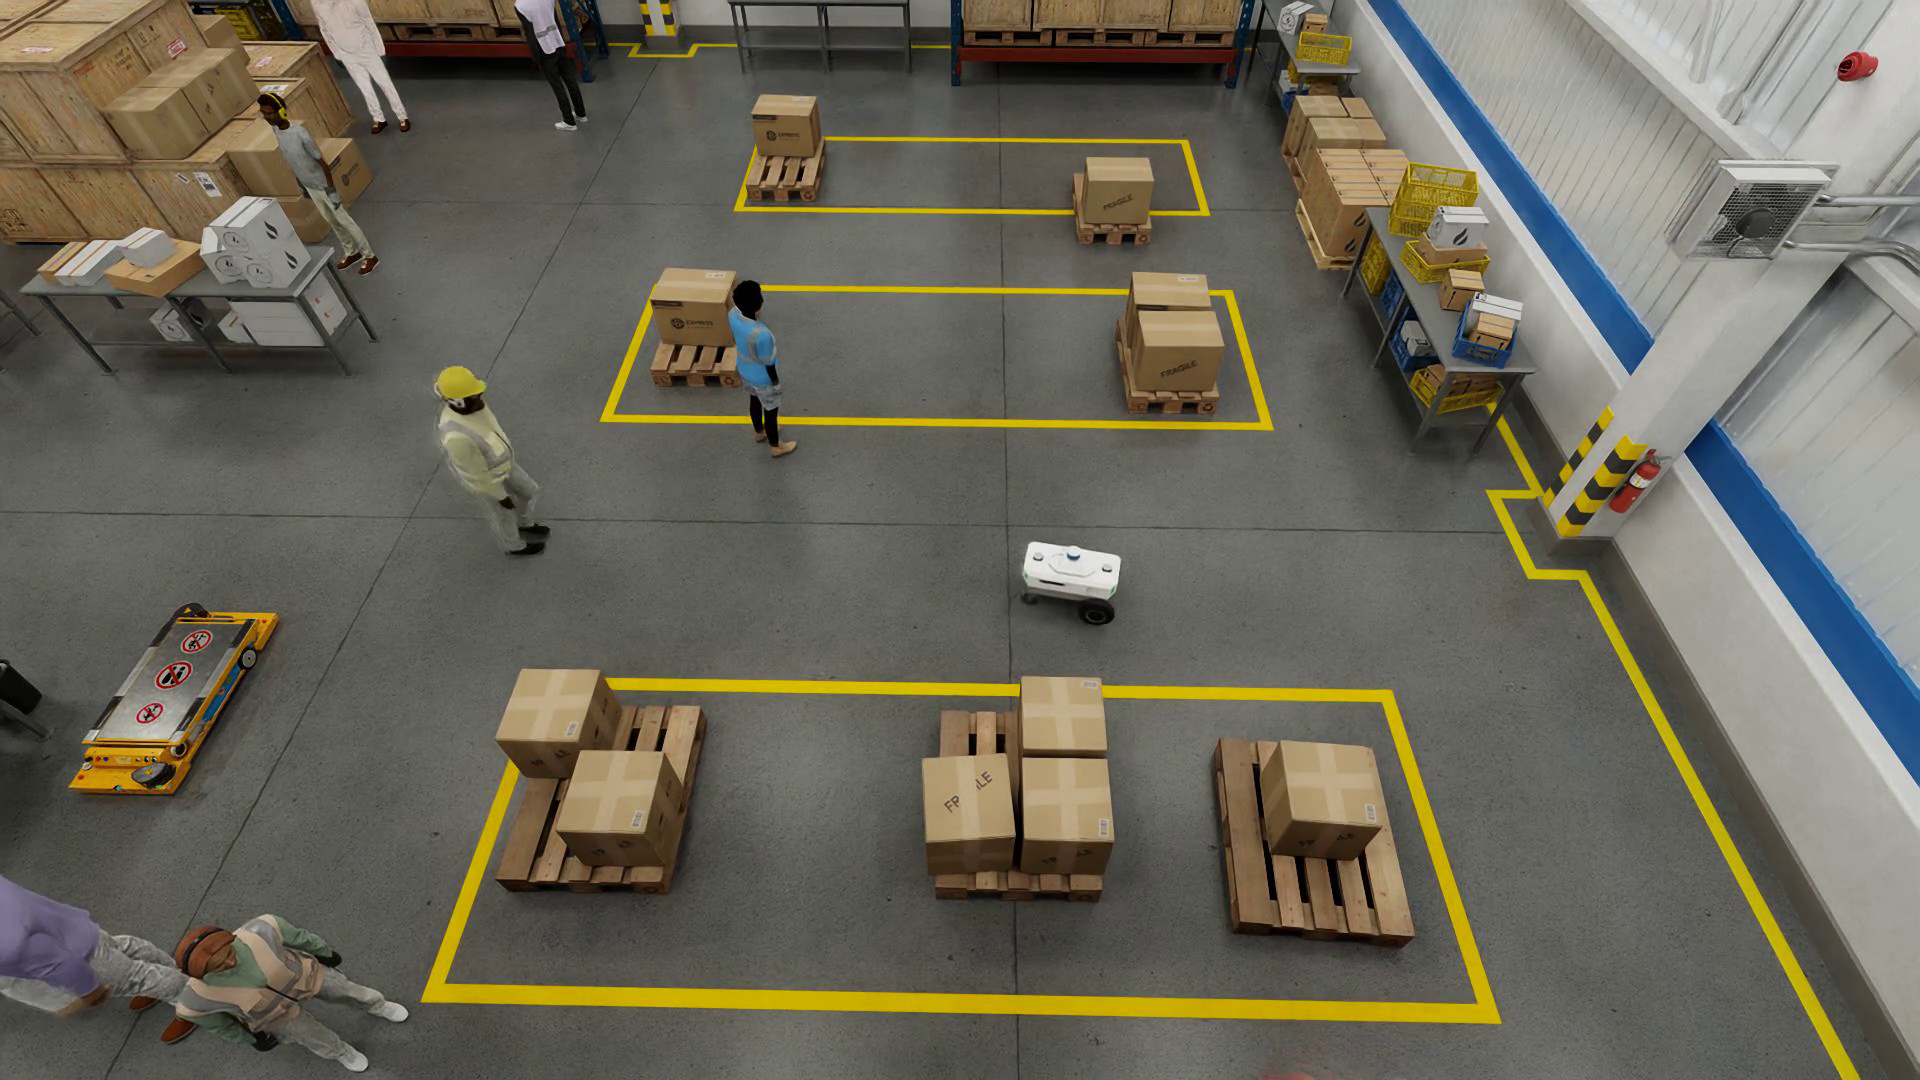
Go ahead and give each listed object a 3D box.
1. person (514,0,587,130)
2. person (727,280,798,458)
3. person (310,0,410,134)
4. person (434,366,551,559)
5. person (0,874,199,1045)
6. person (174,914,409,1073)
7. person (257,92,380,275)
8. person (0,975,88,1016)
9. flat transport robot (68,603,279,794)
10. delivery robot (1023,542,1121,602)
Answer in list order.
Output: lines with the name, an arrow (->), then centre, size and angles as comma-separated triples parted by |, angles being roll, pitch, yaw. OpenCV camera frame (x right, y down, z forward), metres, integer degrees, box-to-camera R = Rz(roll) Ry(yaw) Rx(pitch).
person -> -5.149, -6.146, 11.478 | 0.399, 1.920, 0.589 | 19, 52, 16
person -> -1.655, -1.396, 7.607 | 0.319, 1.691, 0.530 | -33, 57, -25
person -> -7.498, -6.064, 11.417 | 0.654, 1.906, 0.408 | -5, 50, -4
person -> -3.461, -0.532, 6.799 | 0.446, 1.811, 0.632 | -5, 50, -4
person -> -4.448, 2.050, 4.534 | 0.629, 1.933, 0.379 | 29, 55, 22
person -> -3.331, 2.256, 4.555 | 0.313, 1.634, 0.514 | 19, 52, 16
person -> -6.574, -3.606, 9.357 | 0.513, 1.877, 0.328 | 17, 52, 14
person -> -5.090, 1.984, 4.670 | 0.434, 1.822, 0.643 | -37, 59, -27
flat transport robot -> -5.504, 1.072, 6.442 | 0.652, 0.197, 1.431 | 1, 50, 1
delivery robot -> 0.836, 0.234, 6.907 | 0.707, 0.478, 0.477 | 9, 50, 8
